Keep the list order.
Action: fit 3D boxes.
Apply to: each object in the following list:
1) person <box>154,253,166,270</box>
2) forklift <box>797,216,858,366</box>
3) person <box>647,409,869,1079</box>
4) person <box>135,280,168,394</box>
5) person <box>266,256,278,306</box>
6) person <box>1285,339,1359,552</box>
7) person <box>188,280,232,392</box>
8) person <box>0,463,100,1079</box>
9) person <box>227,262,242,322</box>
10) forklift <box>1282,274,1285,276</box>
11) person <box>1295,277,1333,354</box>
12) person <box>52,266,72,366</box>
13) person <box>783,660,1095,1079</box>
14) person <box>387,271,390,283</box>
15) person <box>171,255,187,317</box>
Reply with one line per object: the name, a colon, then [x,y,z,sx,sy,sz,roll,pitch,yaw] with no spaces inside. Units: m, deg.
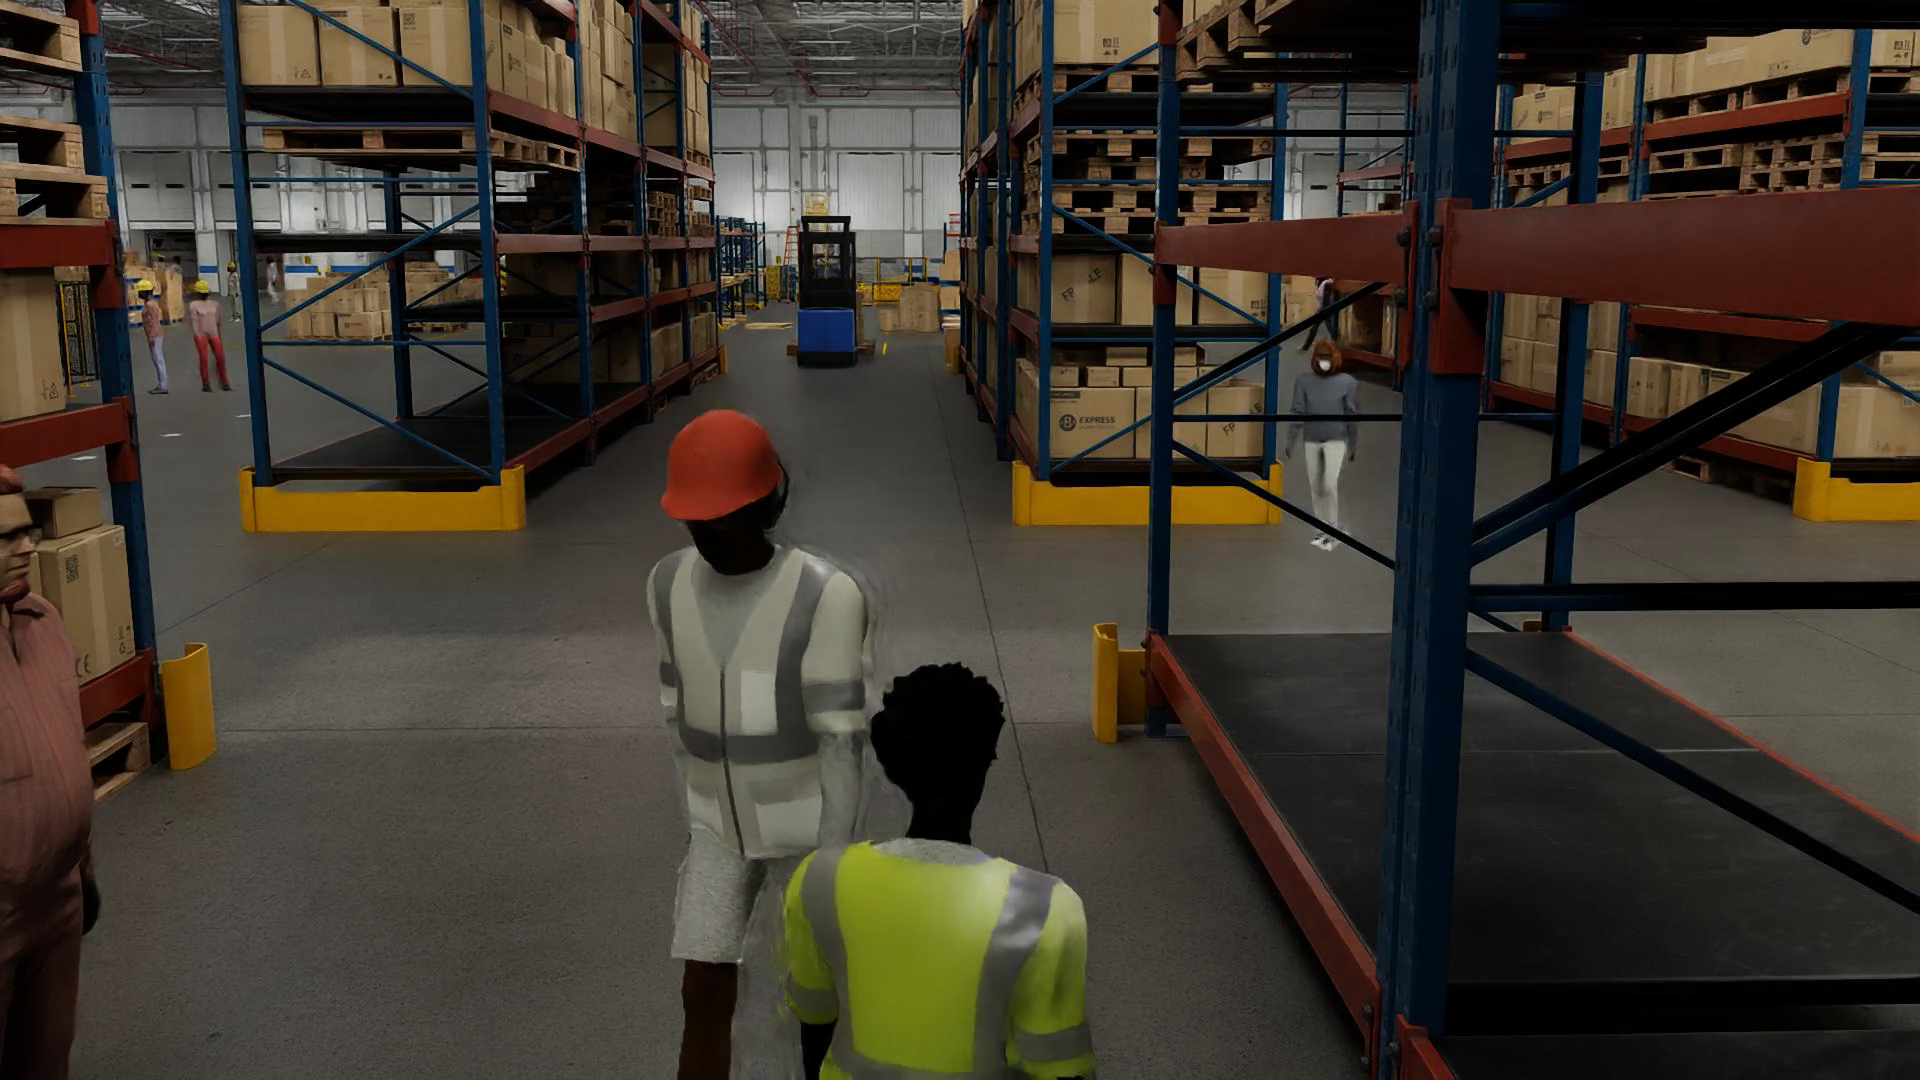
person: [-31.992,-10.527,66.578,0.976,1.885,0.597,3,11,19]
forklift: [-2.515,-4.725,31.445,1.129,2.768,1.873,0,10,-2]
person: [-0.468,0.673,3.937,0.635,1.976,1.086,4,11,22]
person: [-12.480,-3.124,25.662,0.358,1.755,0.518,-6,12,-32]
person: [-25.026,-9.402,60.437,0.485,1.824,0.661,-5,11,-24]
person: [2.735,-0.712,12.654,0.504,1.607,0.694,6,12,30]
person: [-11.732,-3.172,25.972,0.450,1.744,0.543,9,13,40]
person: [-2.051,0.775,3.558,0.394,1.899,0.641,1,10,4]
person: [-21.291,-7.254,48.704,0.487,1.744,0.297,7,12,33]
forklift: [12.240,-10.302,62.509,1.129,2.768,1.873,0,10,-2]
person: [7.565,-4.797,34.694,1.020,1.859,0.612,-2,10,-10]
person: [-17.113,-4.244,31.312,0.605,1.966,0.367,3,10,14]
person: [-0.032,1.024,2.749,0.546,1.669,0.479,3,11,18]
person: [-18.757,-8.402,55.255,0.321,1.692,0.534,9,14,41]
person: [-24.315,-7.896,51.780,0.429,1.927,0.642,-7,13,-36]
